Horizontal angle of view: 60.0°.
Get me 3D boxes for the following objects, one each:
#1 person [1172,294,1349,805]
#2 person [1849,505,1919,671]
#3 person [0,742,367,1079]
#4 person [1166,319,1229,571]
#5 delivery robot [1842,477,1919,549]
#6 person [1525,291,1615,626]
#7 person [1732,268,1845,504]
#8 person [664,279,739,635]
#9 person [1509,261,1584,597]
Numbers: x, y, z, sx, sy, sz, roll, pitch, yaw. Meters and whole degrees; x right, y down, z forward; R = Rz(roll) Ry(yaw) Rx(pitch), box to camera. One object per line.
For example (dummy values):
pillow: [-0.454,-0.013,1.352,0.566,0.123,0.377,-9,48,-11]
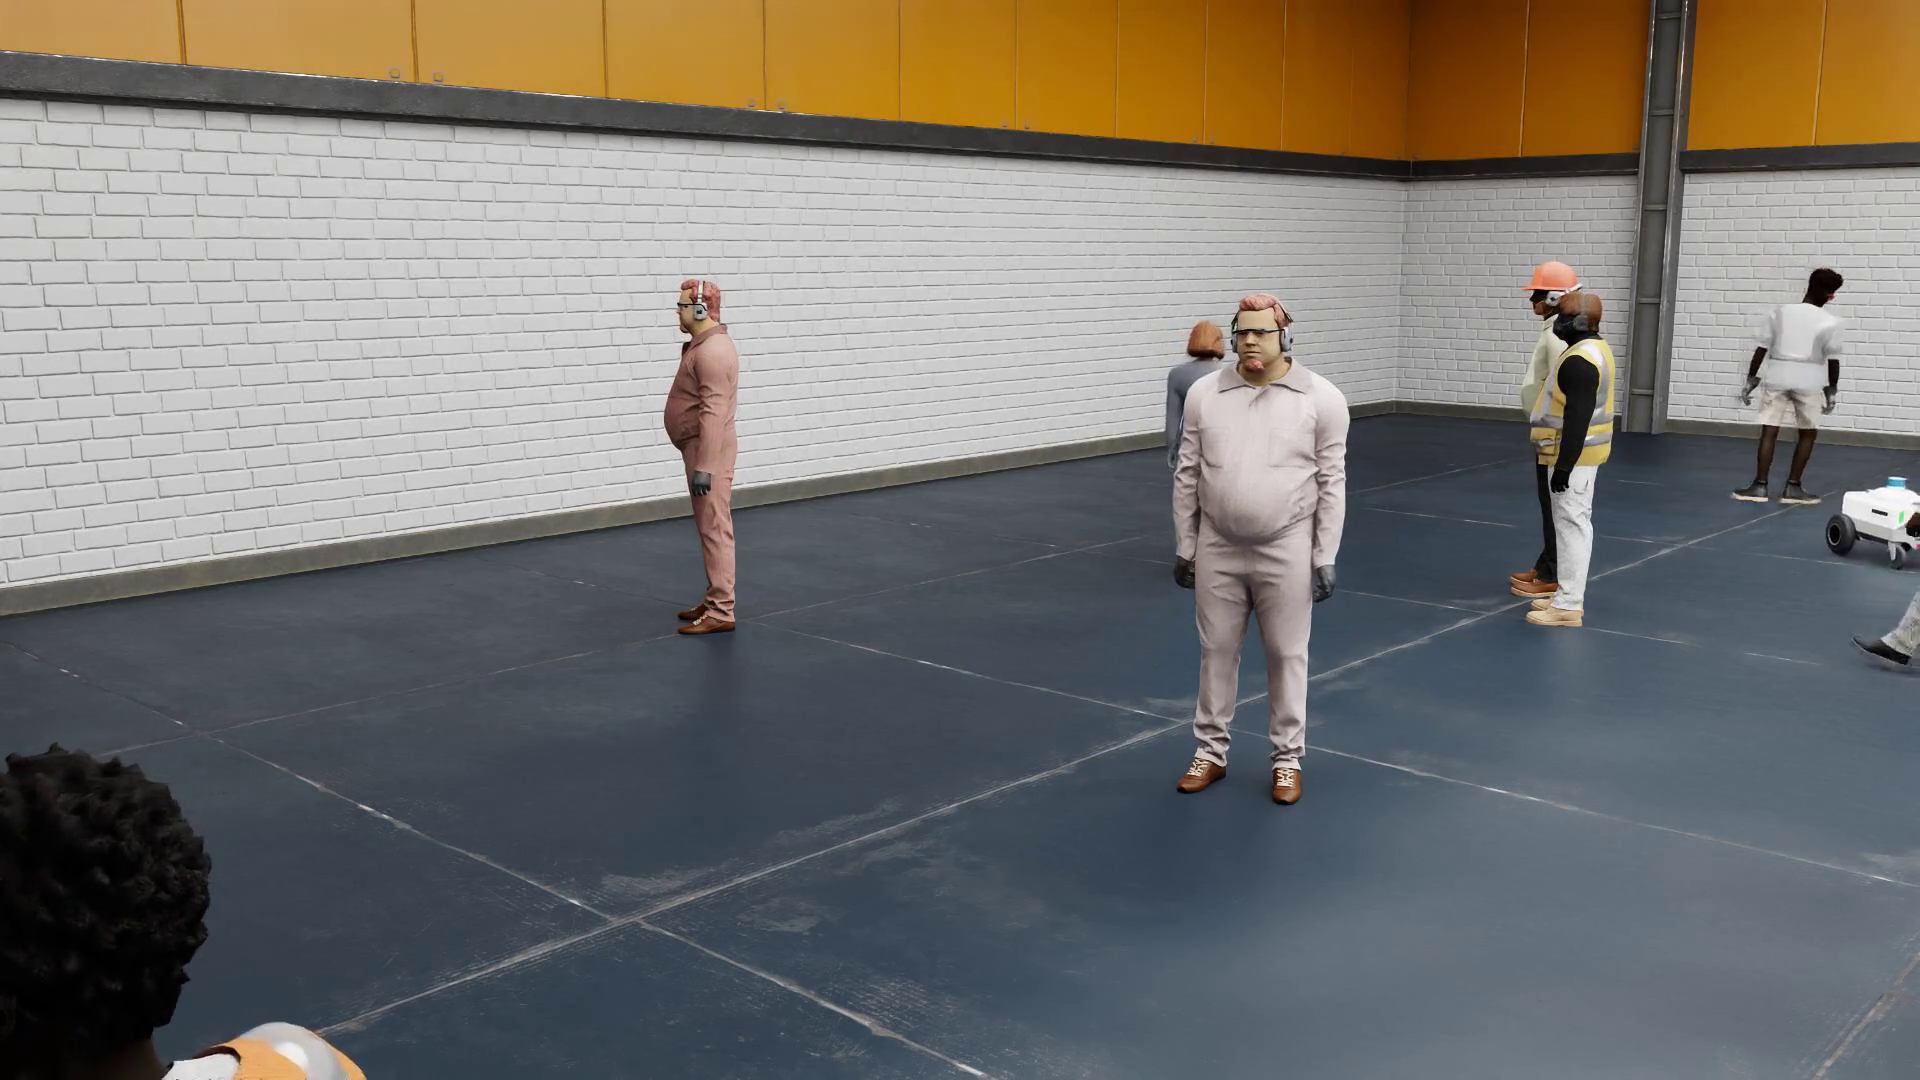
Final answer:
person: [1.104,0.036,6.257,0.651,1.907,0.409,4,11,22]
person: [4.746,-0.175,7.815,0.588,1.783,0.934,-9,14,-43]
person: [-0.668,0.998,1.405,0.320,1.694,0.532,3,10,17]
person: [1.556,-0.579,10.578,0.507,1.642,0.318,5,11,26]
delivery robot: [6.189,-0.173,11.027,0.477,0.478,0.707,0,10,-2]
person: [3.366,-0.446,9.191,0.429,1.843,0.627,5,11,25]
person: [6.751,-1.244,13.552,0.757,1.919,0.362,7,12,34]
person: [-1.390,-0.447,9.010,0.409,1.908,0.639,-1,10,-7]
person: [3.515,-0.653,9.927,0.384,1.996,0.610,4,11,20]
